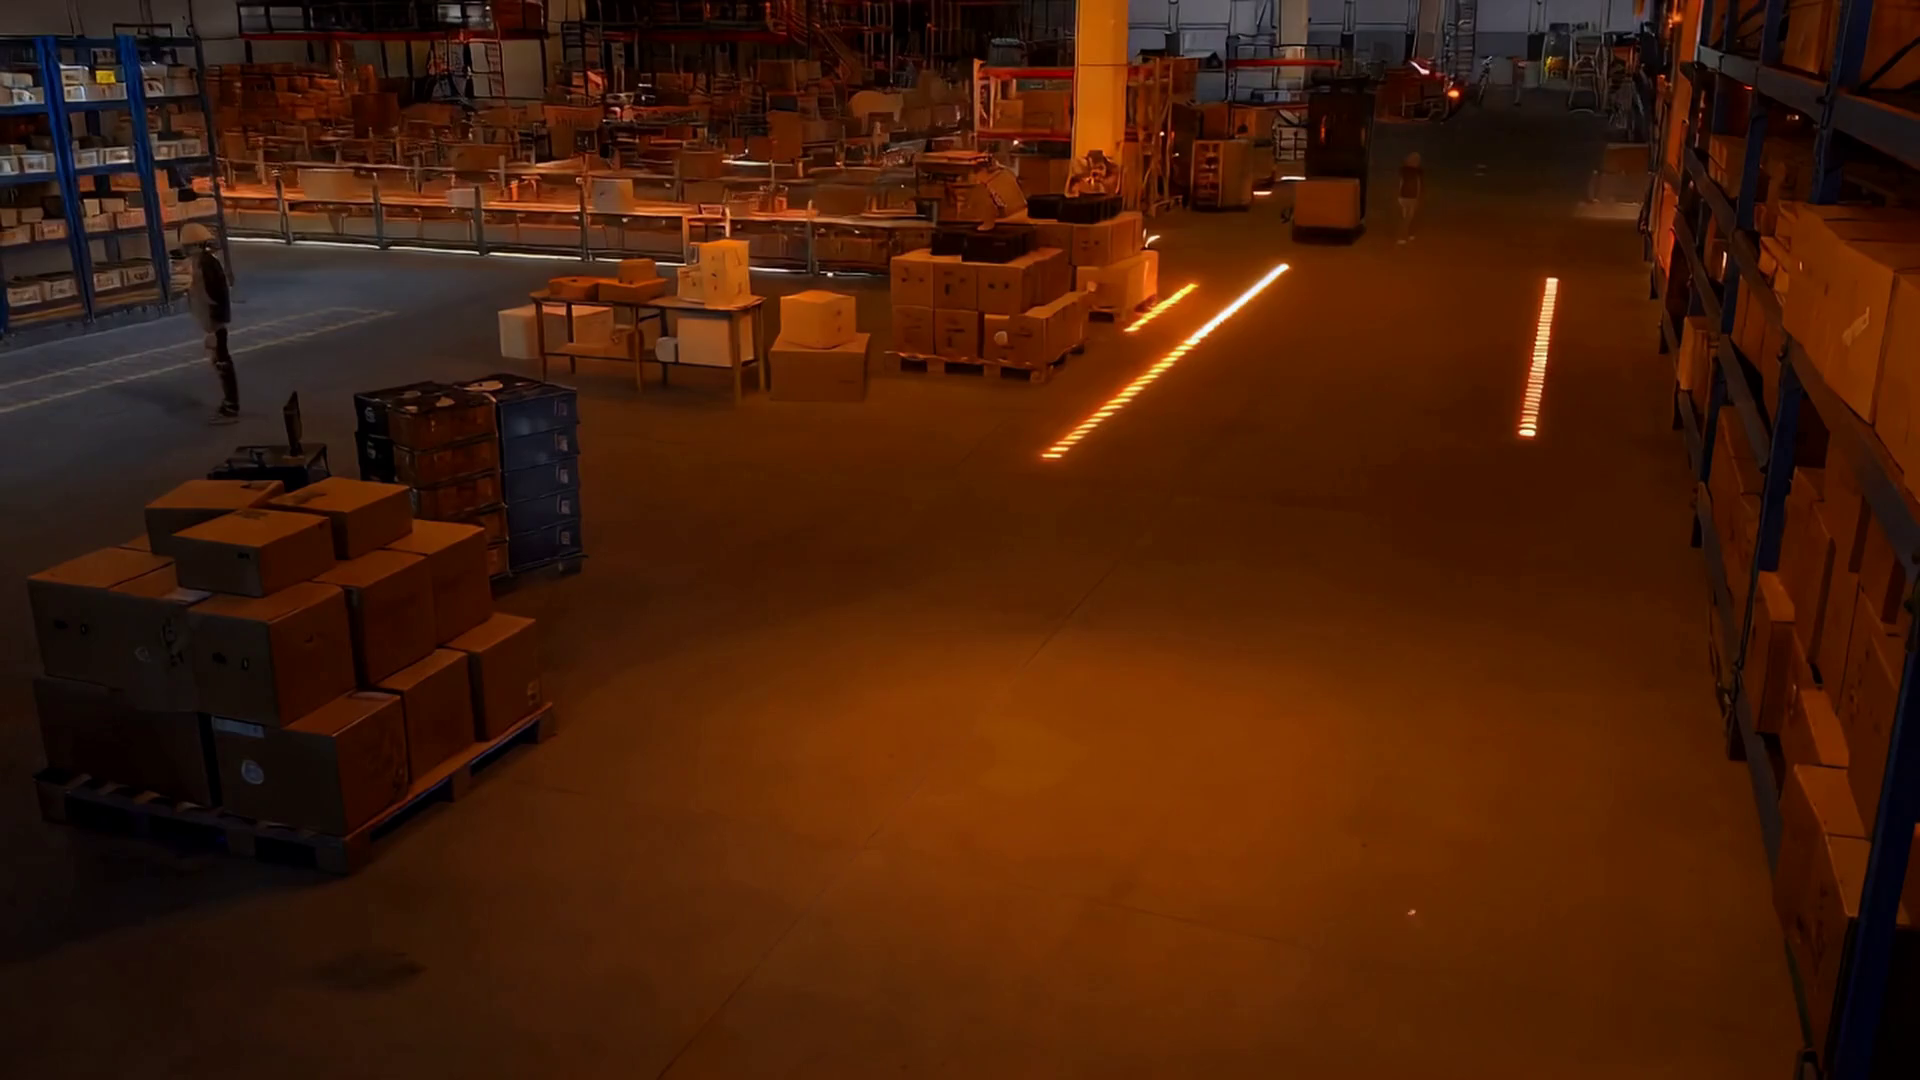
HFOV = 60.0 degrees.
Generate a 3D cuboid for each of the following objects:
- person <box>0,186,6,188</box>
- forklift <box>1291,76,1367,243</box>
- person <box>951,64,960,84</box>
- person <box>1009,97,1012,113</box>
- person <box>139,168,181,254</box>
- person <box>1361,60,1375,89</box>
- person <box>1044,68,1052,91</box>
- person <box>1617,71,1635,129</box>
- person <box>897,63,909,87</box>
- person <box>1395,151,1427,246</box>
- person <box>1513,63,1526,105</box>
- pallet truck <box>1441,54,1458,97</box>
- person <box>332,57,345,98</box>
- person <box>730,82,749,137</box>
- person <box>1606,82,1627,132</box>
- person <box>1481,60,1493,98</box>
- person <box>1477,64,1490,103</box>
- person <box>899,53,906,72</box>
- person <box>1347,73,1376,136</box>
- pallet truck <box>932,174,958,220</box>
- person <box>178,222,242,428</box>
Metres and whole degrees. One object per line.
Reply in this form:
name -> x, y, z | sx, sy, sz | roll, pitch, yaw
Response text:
person -> -17.264, -6.279, 29.586 | 0.593, 1.832, 0.403 | -2, 18, -7
forklift -> 6.598, -6.755, 29.381 | 1.129, 2.768, 1.873 | 6, 19, 19
person -> -0.121, -18.769, 68.864 | 0.799, 1.811, 0.599 | 2, 18, 5
person -> 1.477, -11.428, 46.022 | 0.539, 1.676, 0.695 | 7, 19, 21
person -> -11.941, -4.834, 24.942 | 0.543, 1.892, 0.667 | 11, 21, 30
person -> 17.570, -19.661, 71.563 | 0.591, 1.881, 0.962 | -9, 20, -25
person -> 4.318, -23.657, 84.023 | 0.627, 1.935, 0.371 | -5, 18, -14
person -> 22.988, -15.159, 57.316 | 0.373, 1.934, 0.551 | -10, 20, -29
person -> -2.106, -17.251, 63.758 | 0.833, 2.007, 0.625 | 6, 19, 19
person -> 7.863, -5.943, 28.921 | 0.521, 1.587, 0.841 | 15, 23, 40
person -> 24.165, -19.666, 71.758 | 0.325, 1.766, 0.532 | -4, 18, -12
pallet truck -> 22.765, -21.886, 78.355 | 0.823, 1.965, 1.885 | -4, 18, -14
person -> -29.099, -21.539, 77.505 | 0.924, 1.843, 0.611 | 6, 19, 19
person -> -7.227, -13.969, 53.933 | 0.911, 1.721, 0.524 | 9, 20, 26
person -> 22.144, -14.522, 55.773 | 0.543, 1.661, 0.860 | -6, 19, -19
person -> 24.702, -21.557, 77.789 | 0.488, 1.708, 0.842 | -11, 21, -31
person -> 23.154, -20.214, 73.633 | 0.529, 1.669, 0.759 | 6, 19, 19
person -> -3.028, -24.723, 87.548 | 0.468, 1.830, 0.634 | -3, 18, -9
person -> 13.034, -14.206, 54.154 | 1.058, 2.000, 0.683 | 15, 23, 39
pallet truck -> -0.507, -5.292, 27.348 | 0.653, 1.274, 1.630 | 6, 19, 19
person -> -7.288, -2.091, 16.179 | 0.393, 1.985, 0.611 | -7, 19, -22
